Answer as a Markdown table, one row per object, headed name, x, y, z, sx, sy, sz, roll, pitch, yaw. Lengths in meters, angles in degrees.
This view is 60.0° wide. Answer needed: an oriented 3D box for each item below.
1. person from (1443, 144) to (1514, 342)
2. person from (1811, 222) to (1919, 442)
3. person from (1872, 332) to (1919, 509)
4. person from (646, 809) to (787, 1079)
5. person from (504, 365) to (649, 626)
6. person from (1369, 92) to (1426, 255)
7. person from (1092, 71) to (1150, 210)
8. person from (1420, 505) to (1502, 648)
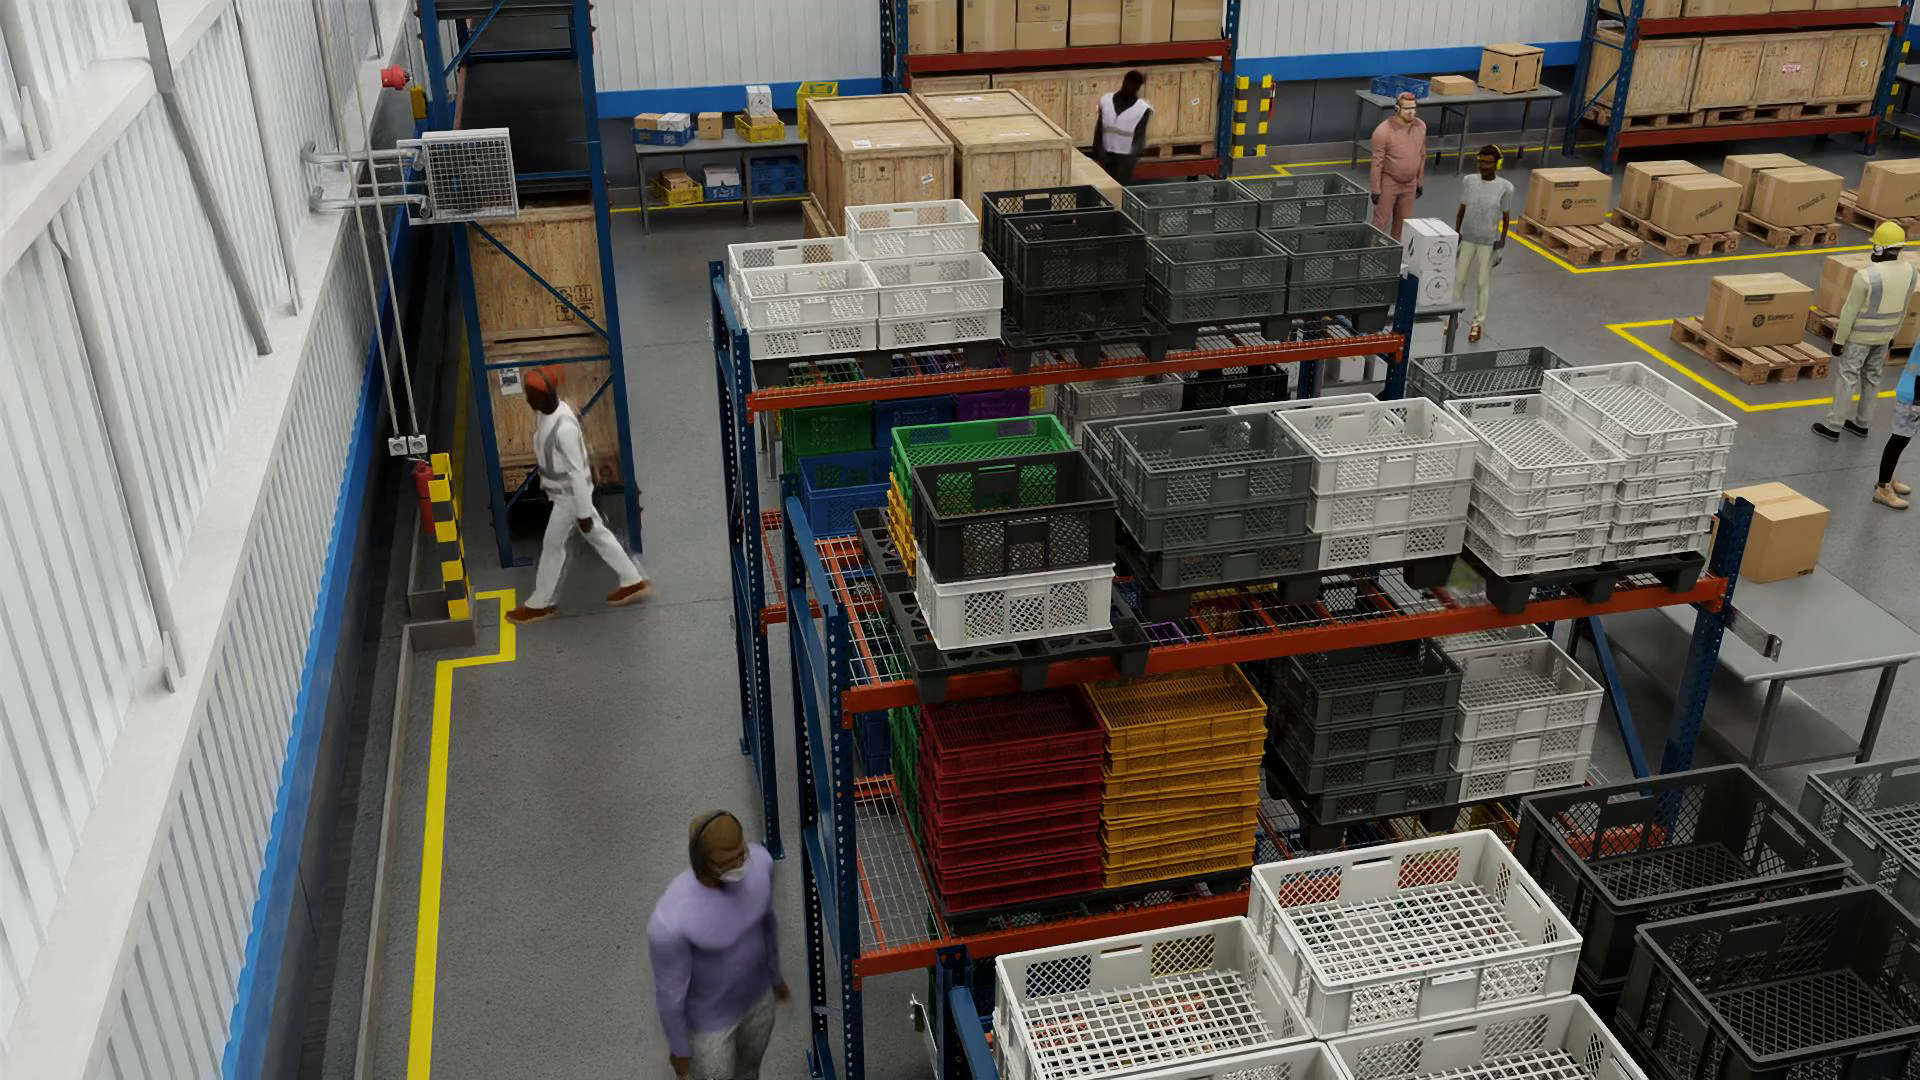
| name | x | y | z | sx | sy | sz | roll | pitch | yaw |
| --- | --- | --- | --- | --- | --- | --- | --- | --- | --- |
| person | 4.866 | -2.786 | 15.602 | 0.519 | 1.870 | 0.335 | 18 | 33 | 31 |
| person | 7.397 | -1.690 | 13.574 | 0.595 | 1.825 | 0.403 | -8 | 29 | -14 |
| person | 7.230 | -1.078 | 12.546 | 0.320 | 1.693 | 0.531 | 17 | 32 | 29 |
| person | -0.942 | 1.870 | 6.700 | 0.369 | 1.936 | 0.636 | 19 | 33 | 31 |
| person | -2.583 | -0.317 | 10.961 | 0.983 | 1.838 | 0.589 | -10 | 29 | -18 |
| person | 4.553 | -3.707 | 17.323 | 0.647 | 1.901 | 0.402 | -11 | 30 | -20 |
| person | 1.714 | -4.255 | 18.403 | 0.709 | 1.865 | 0.456 | 16 | 32 | 27 |
| person | 3.025 | 0.194 | 10.022 | 0.665 | 1.804 | 0.452 | -8 | 29 | -14 |
